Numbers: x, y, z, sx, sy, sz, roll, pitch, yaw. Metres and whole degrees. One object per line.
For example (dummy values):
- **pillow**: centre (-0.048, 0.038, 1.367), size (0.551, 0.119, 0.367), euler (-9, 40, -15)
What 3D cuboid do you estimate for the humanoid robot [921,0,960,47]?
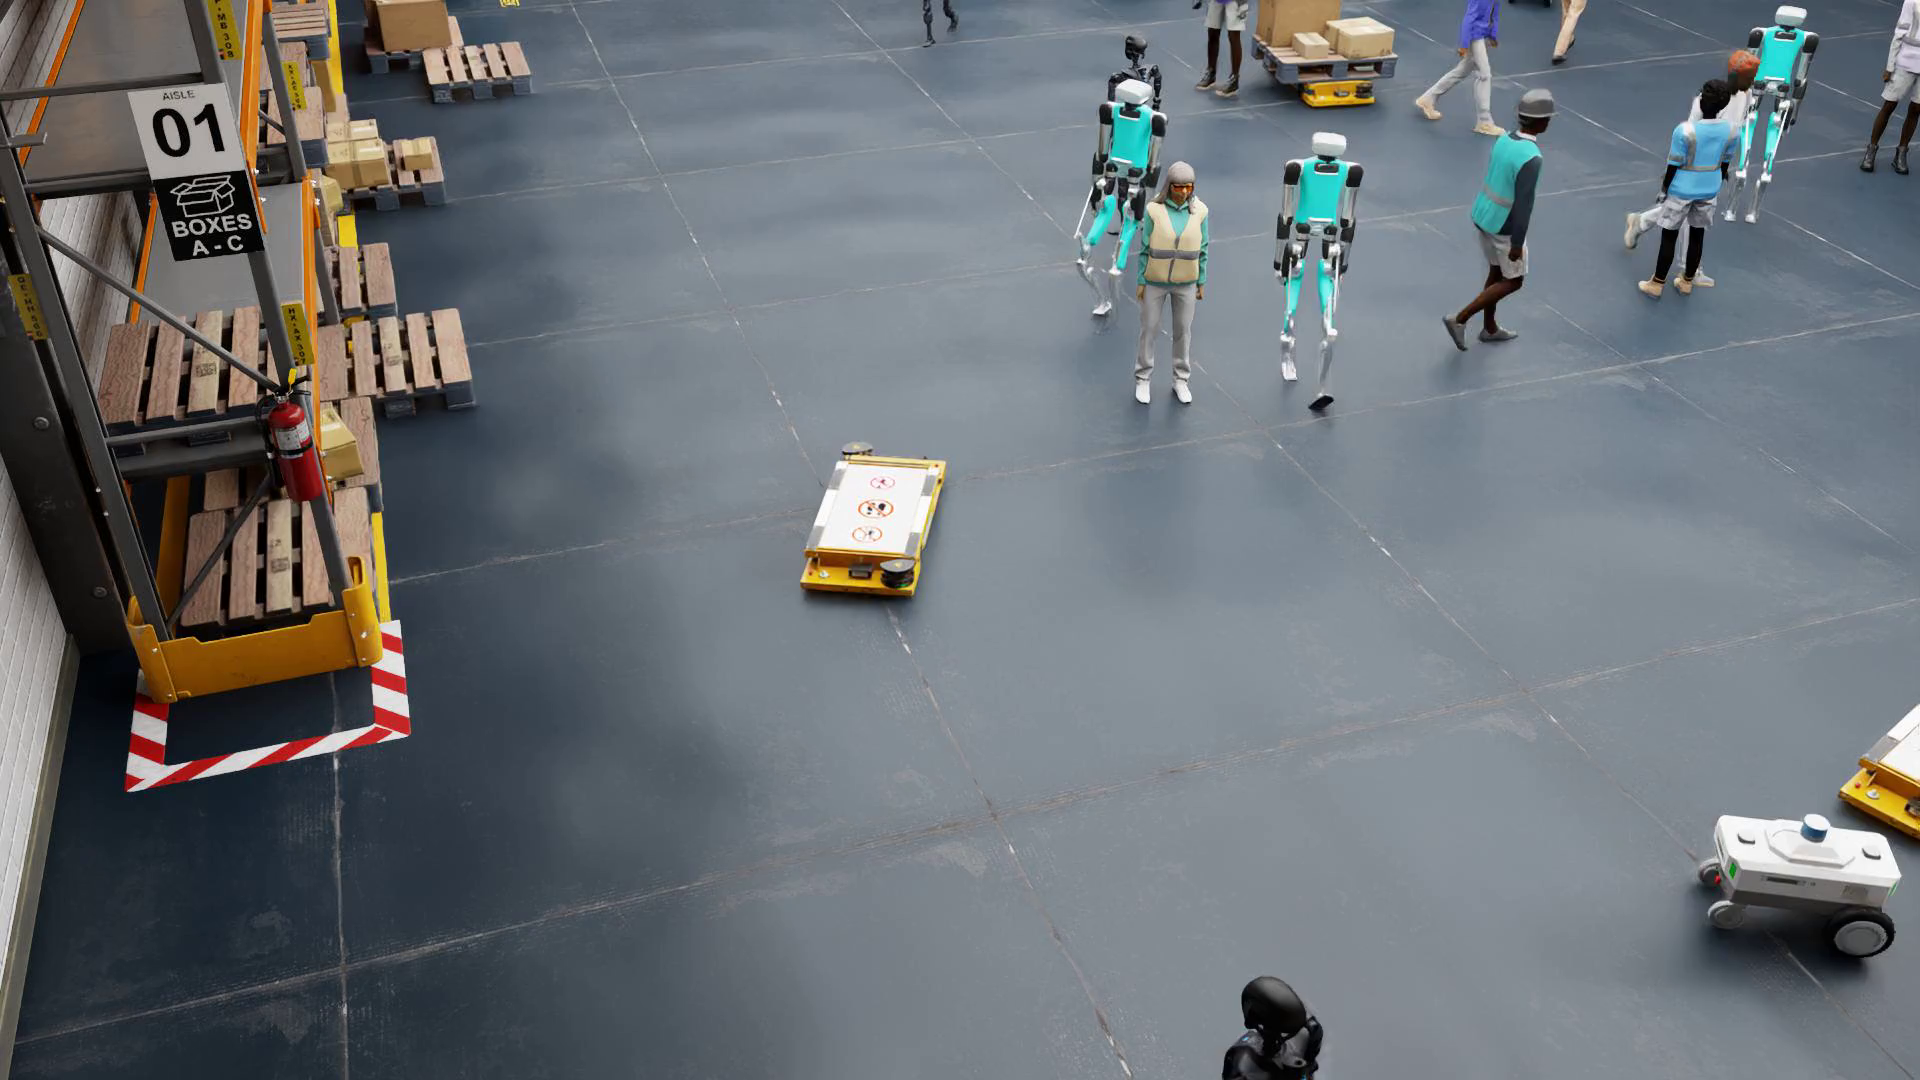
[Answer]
- **humanoid robot**: centre (-0.228, -6.303, 18.273), size (0.592, 1.642, 0.701), euler (13, 35, 18)

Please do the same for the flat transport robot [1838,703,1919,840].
- **flat transport robot**: centre (5.008, 1.072, 8.215), size (1.431, 0.231, 0.659), euler (-25, 41, -33)

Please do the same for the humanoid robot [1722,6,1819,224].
- **humanoid robot**: centre (6.684, -3.472, 13.820), size (0.530, 1.771, 0.684), euler (11, 35, 17)

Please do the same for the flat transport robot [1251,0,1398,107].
- **flat transport robot**: centre (3.723, -4.804, 17.226), size (0.659, 0.231, 1.431), euler (-6, 34, -8)

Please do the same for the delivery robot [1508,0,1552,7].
- **delivery robot**: centre (6.909, -6.748, 19.936), size (0.499, 0.583, 0.767), euler (15, 36, 21)

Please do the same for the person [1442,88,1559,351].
- **person**: centre (3.837, -2.249, 11.805), size (0.576, 1.918, 0.572), euler (-6, 34, -9)

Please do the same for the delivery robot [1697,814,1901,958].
- **delivery robot**: centre (3.711, 1.464, 7.344), size (0.788, 0.587, 0.499), euler (6, 34, 9)

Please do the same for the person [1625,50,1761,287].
- **person**: centre (5.718, -2.966, 12.982), size (0.586, 1.840, 0.846), euler (-19, 38, -27)

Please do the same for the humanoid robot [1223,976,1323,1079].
- **humanoid robot**: centre (1.000, 2.053, 5.465), size (0.590, 1.628, 0.783), euler (-27, 42, -35)

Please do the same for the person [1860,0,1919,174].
- **person**: centre (8.541, -4.214, 14.804), size (0.545, 1.929, 0.381), euler (10, 34, 15)

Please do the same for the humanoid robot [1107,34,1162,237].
- **humanoid robot**: centre (1.409, -3.309, 13.632), size (0.599, 1.657, 0.315), euler (-19, 37, -26)

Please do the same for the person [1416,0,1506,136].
- **person**: centre (4.889, -4.836, 15.857), size (0.901, 1.834, 0.502), euler (22, 39, 29)

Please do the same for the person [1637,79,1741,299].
- **person**: centre (5.542, -2.648, 12.608), size (0.534, 1.699, 0.318), euler (-5, 33, -7)

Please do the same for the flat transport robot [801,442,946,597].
- **flat transport robot**: centre (-0.502, -0.141, 10.075), size (0.659, 0.231, 1.431), euler (4, 33, 6)

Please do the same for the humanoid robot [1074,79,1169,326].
- **humanoid robot**: centre (1.121, -2.379, 12.264), size (0.543, 1.890, 0.755), euler (18, 37, 25)

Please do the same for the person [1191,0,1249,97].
- **person**: centre (2.651, -5.465, 16.704), size (0.677, 1.946, 0.410), euler (23, 40, 31)

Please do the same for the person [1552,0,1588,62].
- **person**: centre (6.640, -5.993, 17.805), size (0.481, 1.622, 0.898), euler (20, 38, 28)

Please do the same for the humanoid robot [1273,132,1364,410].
- **humanoid robot**: centre (2.430, -1.748, 11.217), size (0.559, 1.774, 0.970), euler (0, 33, 0)

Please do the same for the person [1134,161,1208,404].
- **person**: centre (1.417, -1.733, 11.202), size (0.465, 1.706, 0.367), euler (-1, 33, -2)
